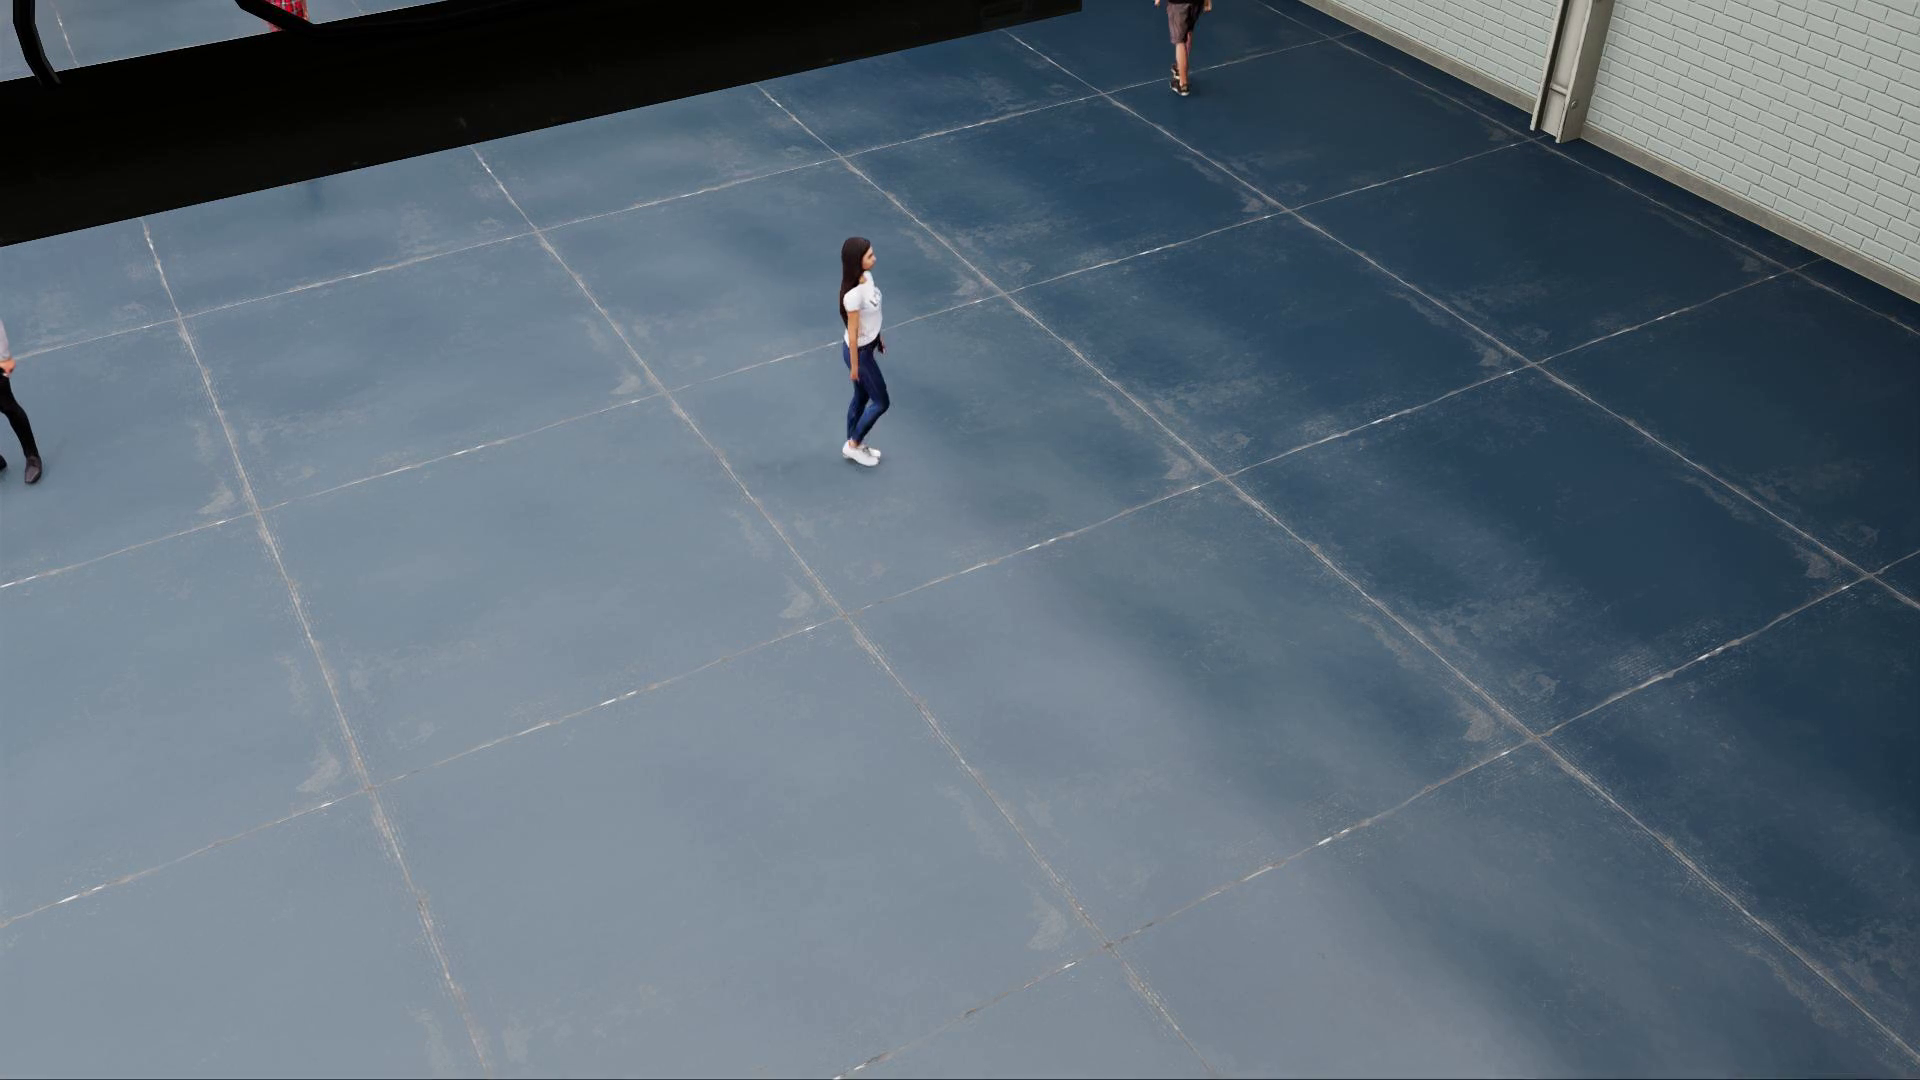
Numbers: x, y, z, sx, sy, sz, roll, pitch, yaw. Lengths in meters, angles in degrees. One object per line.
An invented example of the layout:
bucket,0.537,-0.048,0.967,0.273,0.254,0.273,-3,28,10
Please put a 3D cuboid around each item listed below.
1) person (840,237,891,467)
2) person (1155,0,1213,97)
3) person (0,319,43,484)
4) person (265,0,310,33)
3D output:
person,-0.766,-1.265,11.370,0.769,1.761,0.678,0,38,0
person,2.272,-5.324,16.495,0.762,1.840,0.936,-13,40,-16
person,-6.691,-1.257,11.232,0.834,1.920,0.811,-2,38,-2
person,-6.707,-5.262,16.511,0.688,1.723,0.804,-11,39,-13
